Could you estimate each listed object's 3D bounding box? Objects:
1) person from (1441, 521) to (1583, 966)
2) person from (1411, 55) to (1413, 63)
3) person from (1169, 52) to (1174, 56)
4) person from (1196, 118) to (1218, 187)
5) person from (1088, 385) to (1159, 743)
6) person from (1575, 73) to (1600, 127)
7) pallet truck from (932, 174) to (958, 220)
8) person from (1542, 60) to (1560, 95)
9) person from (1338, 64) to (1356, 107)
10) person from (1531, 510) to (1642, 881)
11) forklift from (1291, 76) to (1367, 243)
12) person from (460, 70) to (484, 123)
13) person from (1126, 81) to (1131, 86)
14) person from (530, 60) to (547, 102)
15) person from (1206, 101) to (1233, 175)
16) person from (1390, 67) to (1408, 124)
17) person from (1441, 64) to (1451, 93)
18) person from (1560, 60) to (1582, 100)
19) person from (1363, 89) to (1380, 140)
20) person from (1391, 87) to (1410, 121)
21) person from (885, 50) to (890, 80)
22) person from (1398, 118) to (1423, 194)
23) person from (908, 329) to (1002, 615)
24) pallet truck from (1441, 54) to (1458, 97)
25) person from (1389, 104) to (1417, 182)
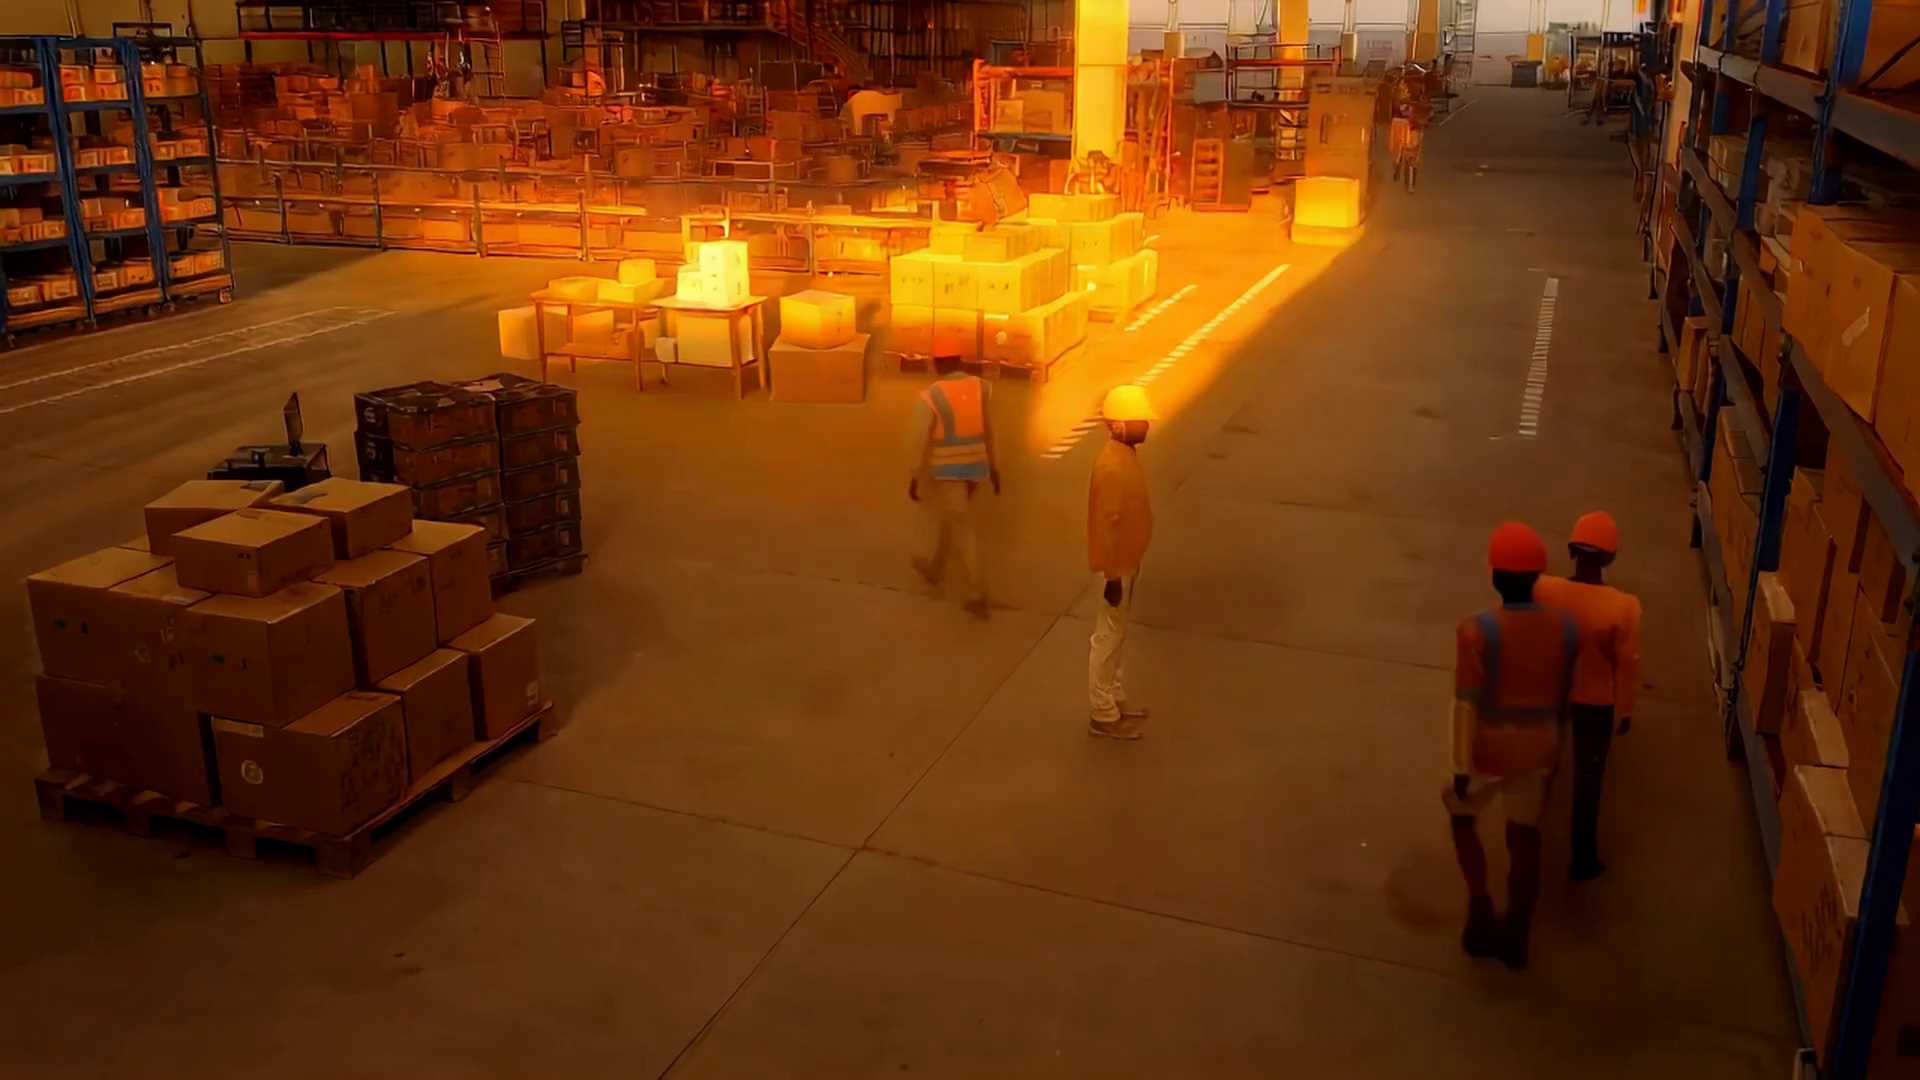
[{"bbox_3d":[2.292,0.869,6.990,0.544,1.921,0.462,-1,18,-4],"label":"person"},{"bbox_3d":[23.647,-24.395,86.680,0.504,1.727,0.488,13,22,36],"label":"person"},{"bbox_3d":[10.845,-24.190,85.749,0.966,1.897,0.633,-8,19,-24],"label":"person"},{"bbox_3d":[5.536,-8.664,37.406,0.509,1.629,0.275,3,18,8],"label":"person"},{"bbox_3d":[0.886,0.119,9.217,0.376,1.995,0.612,4,18,13],"label":"person"},{"bbox_3d":[22.085,-15.406,58.270,0.896,1.834,0.530,2,18,6],"label":"person"},{"bbox_3d":[-0.507,-5.292,27.348,0.653,1.274,1.630,6,19,19],"label":"pallet truck"},{"bbox_3d":[28.611,-22.340,80.347,0.890,1.653,0.535,0,18,0],"label":"person"},{"bbox_3d":[16.053,-18.671,68.549,0.933,1.823,0.504,-8,19,-24],"label":"person"},{"bbox_3d":[2.846,0.721,7.695,0.531,1.772,0.301,12,21,33],"label":"person"},{"bbox_3d":[6.598,-6.755,29.381,1.129,2.768,1.873,6,19,19],"label":"forklift"},{"bbox_3d":[-16.512,-14.831,56.151,0.736,2.024,0.624,-10,20,-29],"label":"person"},{"bbox_3d":[6.053,-16.126,60.257,0.385,1.997,0.613,-1,18,-3],"label":"person"},{"bbox_3d":[-18.697,-20.414,73.970,0.828,1.857,0.579,-3,18,-11],"label":"person"},{"bbox_3d":[6.115,-9.484,39.602,0.752,1.870,0.474,-2,18,-7],"label":"person"},{"bbox_3d":[15.729,-15.829,59.253,0.697,2.000,0.751,-17,24,-42],"label":"person"},{"bbox_3d":[19.812,-18.514,68.015,0.506,1.843,0.351,-12,21,-32],"label":"person"},{"bbox_3d":[27.761,-20.836,75.417,0.980,1.794,0.628,8,19,23],"label":"person"},{"bbox_3d":[12.928,-13.454,52.435,0.539,1.639,0.898,-15,23,-39],"label":"person"},{"bbox_3d":[13.138,-12.593,49.551,0.577,1.750,0.429,11,21,31],"label":"person"},{"bbox_3d":[-4.287,-27.103,95.056,0.841,1.814,0.632,-5,18,-16],"label":"person"},{"bbox_3d":[10.061,-8.621,37.239,0.545,1.655,0.888,3,18,8],"label":"person"},{"bbox_3d":[-0.066,-0.486,11.295,0.623,1.878,1.047,-13,22,-36],"label":"person"},{"bbox_3d":[22.765,-21.886,78.355,0.823,1.965,1.885,-4,18,-14],"label":"pallet truck"},{"bbox_3d":[10.494,-9.401,39.419,0.611,1.812,0.441,4,18,11],"label":"person"}]
